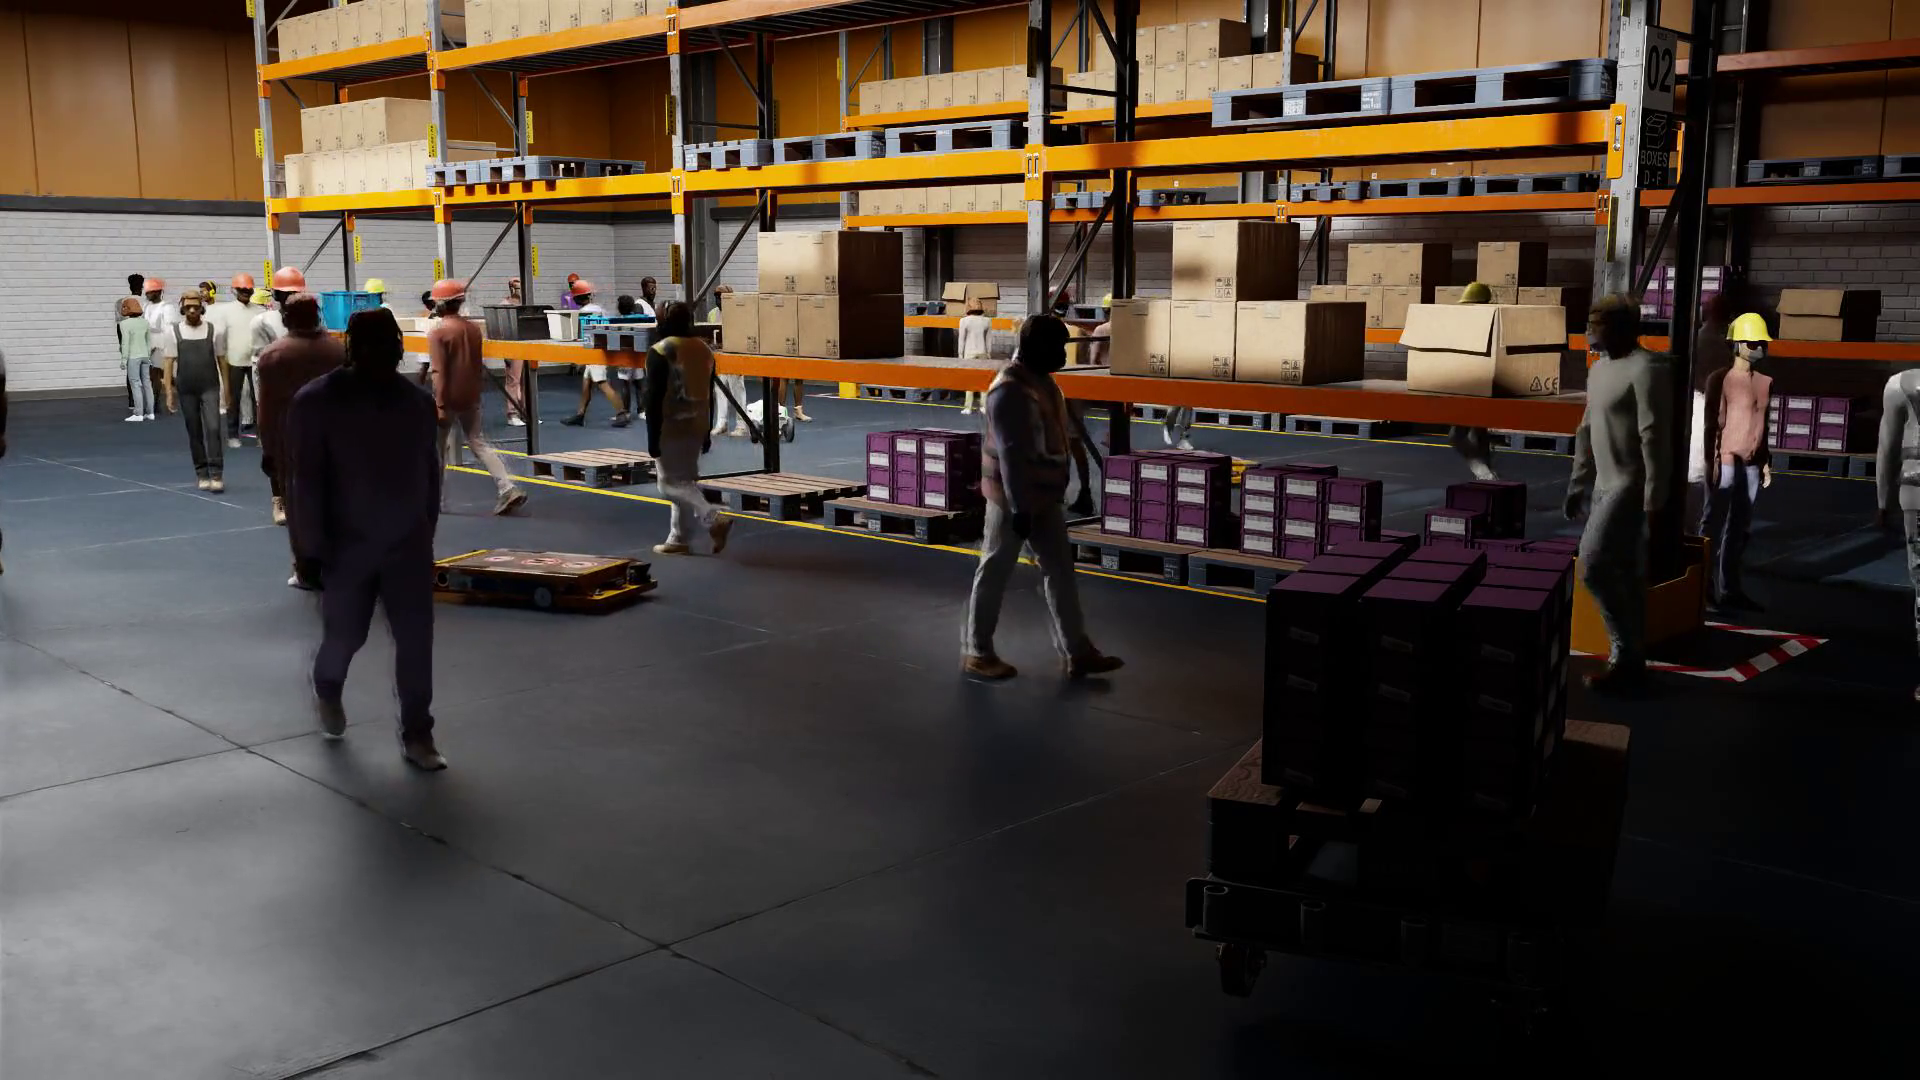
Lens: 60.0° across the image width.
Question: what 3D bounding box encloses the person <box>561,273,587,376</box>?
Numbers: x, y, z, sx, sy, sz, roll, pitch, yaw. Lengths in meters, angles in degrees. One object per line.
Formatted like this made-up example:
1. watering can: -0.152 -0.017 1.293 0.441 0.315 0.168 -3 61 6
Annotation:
1. person: -7.280 -4.071 31.482 0.542 1.939 0.364 -5 11 -28

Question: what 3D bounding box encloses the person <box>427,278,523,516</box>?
1. person: -4.049 -1.157 13.594 0.972 1.960 0.637 4 10 24

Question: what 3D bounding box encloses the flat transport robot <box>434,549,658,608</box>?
1. flat transport robot: -2.656 0.223 10.257 1.431 0.197 0.652 4 10 21

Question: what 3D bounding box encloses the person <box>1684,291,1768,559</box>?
1. person: 5.174 -0.758 11.368 0.691 1.877 0.652 1 9 4

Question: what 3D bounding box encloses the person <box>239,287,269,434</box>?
1. person: -8.518 -2.155 20.161 0.605 1.793 0.636 4 10 24

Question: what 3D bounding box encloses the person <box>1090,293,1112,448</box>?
1. person: 1.669 -1.857 18.470 0.555 1.734 0.798 -5 11 -30

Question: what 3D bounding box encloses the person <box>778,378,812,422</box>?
1. person: -2.160 -2.545 21.817 0.615 2.039 0.387 -8 12 -41

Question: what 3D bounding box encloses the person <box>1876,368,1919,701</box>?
1. person: 4.609 -0.175 7.846 0.573 1.854 0.800 2 10 14

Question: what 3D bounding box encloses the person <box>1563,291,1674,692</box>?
1. person: 3.122 -0.221 7.936 0.511 1.916 0.631 0 9 2

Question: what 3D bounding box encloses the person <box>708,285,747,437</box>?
1. person: -2.815 -2.157 20.095 0.624 1.836 0.431 7 11 36

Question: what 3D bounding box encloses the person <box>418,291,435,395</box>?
1. person: -8.218 -3.067 26.170 0.743 1.669 0.544 -1 9 -7

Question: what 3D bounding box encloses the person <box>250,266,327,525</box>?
1. person: -5.273 -1.139 13.196 0.615 2.038 0.396 -9 13 -43

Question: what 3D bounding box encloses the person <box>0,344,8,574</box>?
1. person: -6.493 -0.722 10.640 0.696 2.000 0.538 -7 12 -37

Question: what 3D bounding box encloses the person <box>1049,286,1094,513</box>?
1. person: 0.855 -1.177 13.953 0.556 1.881 0.978 -4 10 -25

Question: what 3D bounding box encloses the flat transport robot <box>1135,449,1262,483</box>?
1. flat transport robot: 2.271 -0.709 15.970 0.652 0.197 1.431 -4 10 -22

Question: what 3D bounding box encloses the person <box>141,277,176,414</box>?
1. person: -11.253 -2.749 23.494 0.555 1.909 0.881 6 11 31

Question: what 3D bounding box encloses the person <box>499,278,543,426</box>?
1. person: -5.678 -2.427 21.504 0.408 1.909 0.642 4 10 21

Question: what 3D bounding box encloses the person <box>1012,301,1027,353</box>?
1. person: 0.844 -1.901 18.535 0.403 1.824 0.586 8 12 41

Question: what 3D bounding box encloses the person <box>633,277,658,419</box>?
1. person: -4.249 -2.601 22.542 0.399 1.916 0.590 1 9 8

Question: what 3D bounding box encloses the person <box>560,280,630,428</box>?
1. person: -4.627 -2.354 21.158 0.928 1.892 0.548 1 9 7

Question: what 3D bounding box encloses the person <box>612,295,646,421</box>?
1. person: -4.353 -2.397 22.048 0.447 1.714 0.555 2 10 14

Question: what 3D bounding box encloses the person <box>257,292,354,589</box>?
1. person: -4.020 -0.598 10.371 0.643 1.882 0.655 -8 12 -41

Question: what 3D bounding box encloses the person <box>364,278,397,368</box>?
1. person: -7.429 -2.434 21.549 0.588 1.904 0.595 -7 12 -38

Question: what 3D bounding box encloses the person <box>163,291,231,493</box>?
1. person: -6.853 -1.317 14.947 0.538 1.817 0.803 -4 10 -22

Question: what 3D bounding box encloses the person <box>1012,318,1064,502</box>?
1. person: 0.573 -1.125 14.490 0.873 1.590 0.528 8 12 41

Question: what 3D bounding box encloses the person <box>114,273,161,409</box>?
1. person: -11.858 -2.863 24.034 0.607 1.958 0.379 -1 9 -7

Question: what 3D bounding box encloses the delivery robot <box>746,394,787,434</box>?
1. delivery robot: -2.274 -1.479 19.535 0.477 0.478 0.707 -4 10 -21

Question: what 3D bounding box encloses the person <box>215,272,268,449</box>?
1. person: -8.072 -2.028 18.797 0.612 1.995 0.384 -8 12 -41

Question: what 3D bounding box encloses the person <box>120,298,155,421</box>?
1. person: -10.979 -2.399 22.165 0.278 1.633 0.507 3 10 15

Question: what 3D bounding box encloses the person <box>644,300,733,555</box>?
1. person: -1.880 -0.752 11.531 0.716 1.825 0.619 5 11 29

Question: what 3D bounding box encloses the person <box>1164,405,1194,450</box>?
1. person: 2.493 -1.872 18.606 0.498 1.726 0.393 -4 10 -21

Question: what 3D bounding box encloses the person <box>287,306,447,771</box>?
1. person: -2.434 -0.021 6.844 0.644 1.880 0.796 -8 12 -40

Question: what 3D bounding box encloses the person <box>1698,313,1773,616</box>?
1. person: 4.564 -0.441 9.758 0.525 1.769 0.314 -5 10 -28

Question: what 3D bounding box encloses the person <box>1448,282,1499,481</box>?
1. person: 4.432 -1.251 14.299 0.408 1.912 0.597 6 11 35

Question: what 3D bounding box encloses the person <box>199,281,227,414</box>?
1. person: -10.330 -2.638 22.960 0.540 1.854 0.386 6 11 32

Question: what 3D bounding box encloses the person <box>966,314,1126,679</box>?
1. person: 0.423 -0.191 8.130 0.898 1.793 0.676 5 10 27

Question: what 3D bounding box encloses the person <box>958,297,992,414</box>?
1. person: 0.212 -2.566 23.212 0.496 1.627 0.270 -4 10 -25
